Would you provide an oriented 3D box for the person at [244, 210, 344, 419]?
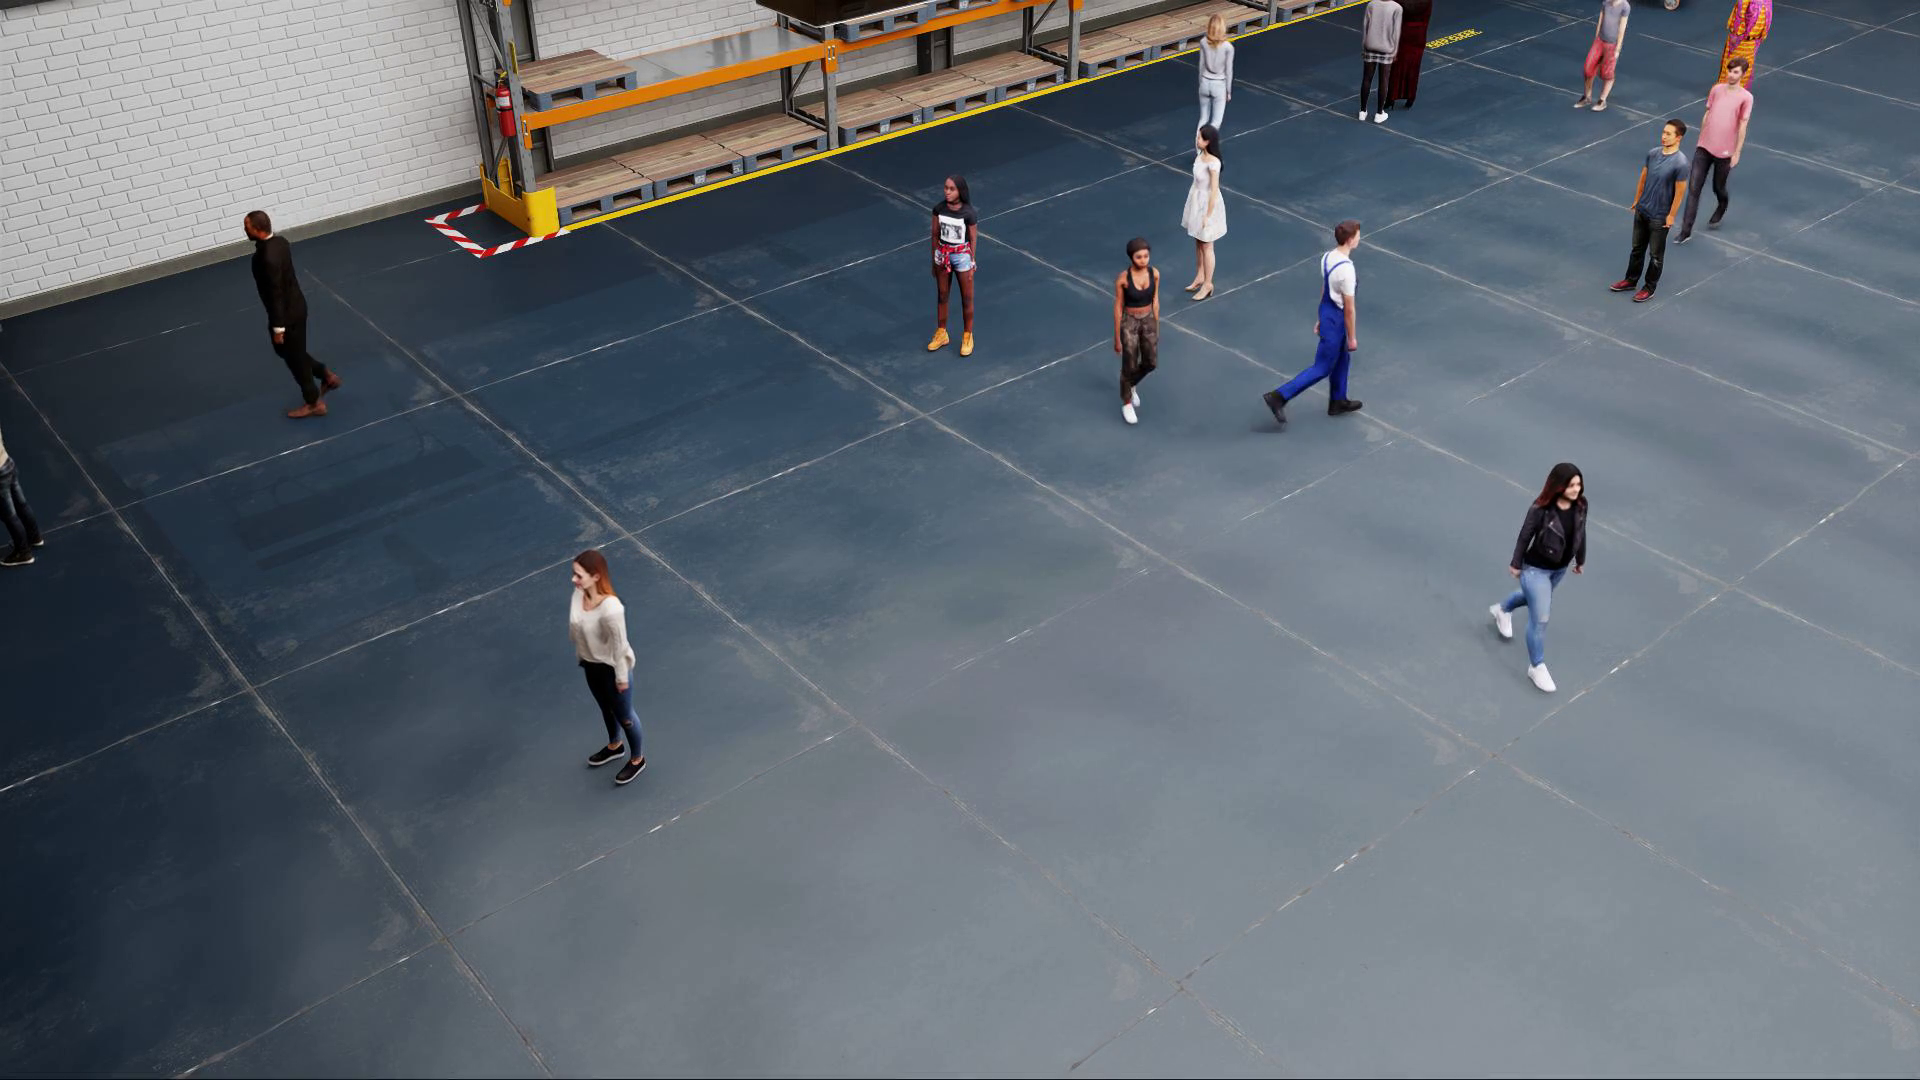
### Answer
[{"bbox_3d":[-5.665,-1.926,14.240,0.896,1.894,0.854,-9,35,-13],"label":"person"}]

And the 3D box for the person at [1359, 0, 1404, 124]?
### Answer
[{"bbox_3d":[5.186,-6.075,20.593,0.683,1.771,0.660,16,37,23],"label":"person"}]

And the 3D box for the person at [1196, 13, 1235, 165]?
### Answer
[{"bbox_3d":[2.932,-5.205,19.260,0.631,1.797,0.583,23,40,30],"label":"person"}]

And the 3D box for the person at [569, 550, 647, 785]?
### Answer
[{"bbox_3d":[-2.199,0.780,10.353,0.639,1.691,0.572,28,43,35],"label":"person"}]

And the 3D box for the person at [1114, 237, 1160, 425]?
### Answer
[{"bbox_3d":[1.478,-1.840,14.296,0.715,1.689,0.774,-10,35,-15],"label":"person"}]

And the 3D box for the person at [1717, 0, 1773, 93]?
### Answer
[{"bbox_3d":[10.114,-6.502,21.313,0.700,1.686,0.795,-12,35,-17],"label":"person"}]

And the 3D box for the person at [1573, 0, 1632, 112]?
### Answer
[{"bbox_3d":[8.233,-6.251,20.981,0.630,1.636,0.582,-25,41,-33],"label":"person"}]

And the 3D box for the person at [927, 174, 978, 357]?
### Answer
[{"bbox_3d":[-0.052,-2.548,15.326,0.709,1.729,0.740,12,35,17],"label":"person"}]

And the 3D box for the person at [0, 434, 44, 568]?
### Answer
[{"bbox_3d":[-7.223,-0.506,12.495,0.664,1.462,0.638,-4,34,-6],"label":"person"}]

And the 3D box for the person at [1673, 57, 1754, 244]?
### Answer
[{"bbox_3d":[8.007,-4.114,17.499,0.713,1.930,1.193,28,43,35],"label":"person"}]

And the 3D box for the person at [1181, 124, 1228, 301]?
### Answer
[{"bbox_3d":[2.391,-3.207,16.276,0.804,1.773,0.770,-5,34,-7],"label":"person"}]

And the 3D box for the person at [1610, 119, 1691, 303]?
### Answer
[{"bbox_3d":[6.821,-3.235,16.286,0.613,1.809,0.707,-16,37,-22],"label":"person"}]

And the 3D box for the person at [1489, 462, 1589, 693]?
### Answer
[{"bbox_3d":[3.950,0.156,11.376,1.124,1.597,0.959,-12,35,-17],"label":"person"}]

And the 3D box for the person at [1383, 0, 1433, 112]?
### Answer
[{"bbox_3d":[5.639,-6.297,20.940,0.719,1.757,0.822,-5,34,-7],"label":"person"}]

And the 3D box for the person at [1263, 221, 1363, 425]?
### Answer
[{"bbox_3d":[3.089,-1.807,14.126,1.285,1.823,1.046,-6,34,-9],"label":"person"}]
